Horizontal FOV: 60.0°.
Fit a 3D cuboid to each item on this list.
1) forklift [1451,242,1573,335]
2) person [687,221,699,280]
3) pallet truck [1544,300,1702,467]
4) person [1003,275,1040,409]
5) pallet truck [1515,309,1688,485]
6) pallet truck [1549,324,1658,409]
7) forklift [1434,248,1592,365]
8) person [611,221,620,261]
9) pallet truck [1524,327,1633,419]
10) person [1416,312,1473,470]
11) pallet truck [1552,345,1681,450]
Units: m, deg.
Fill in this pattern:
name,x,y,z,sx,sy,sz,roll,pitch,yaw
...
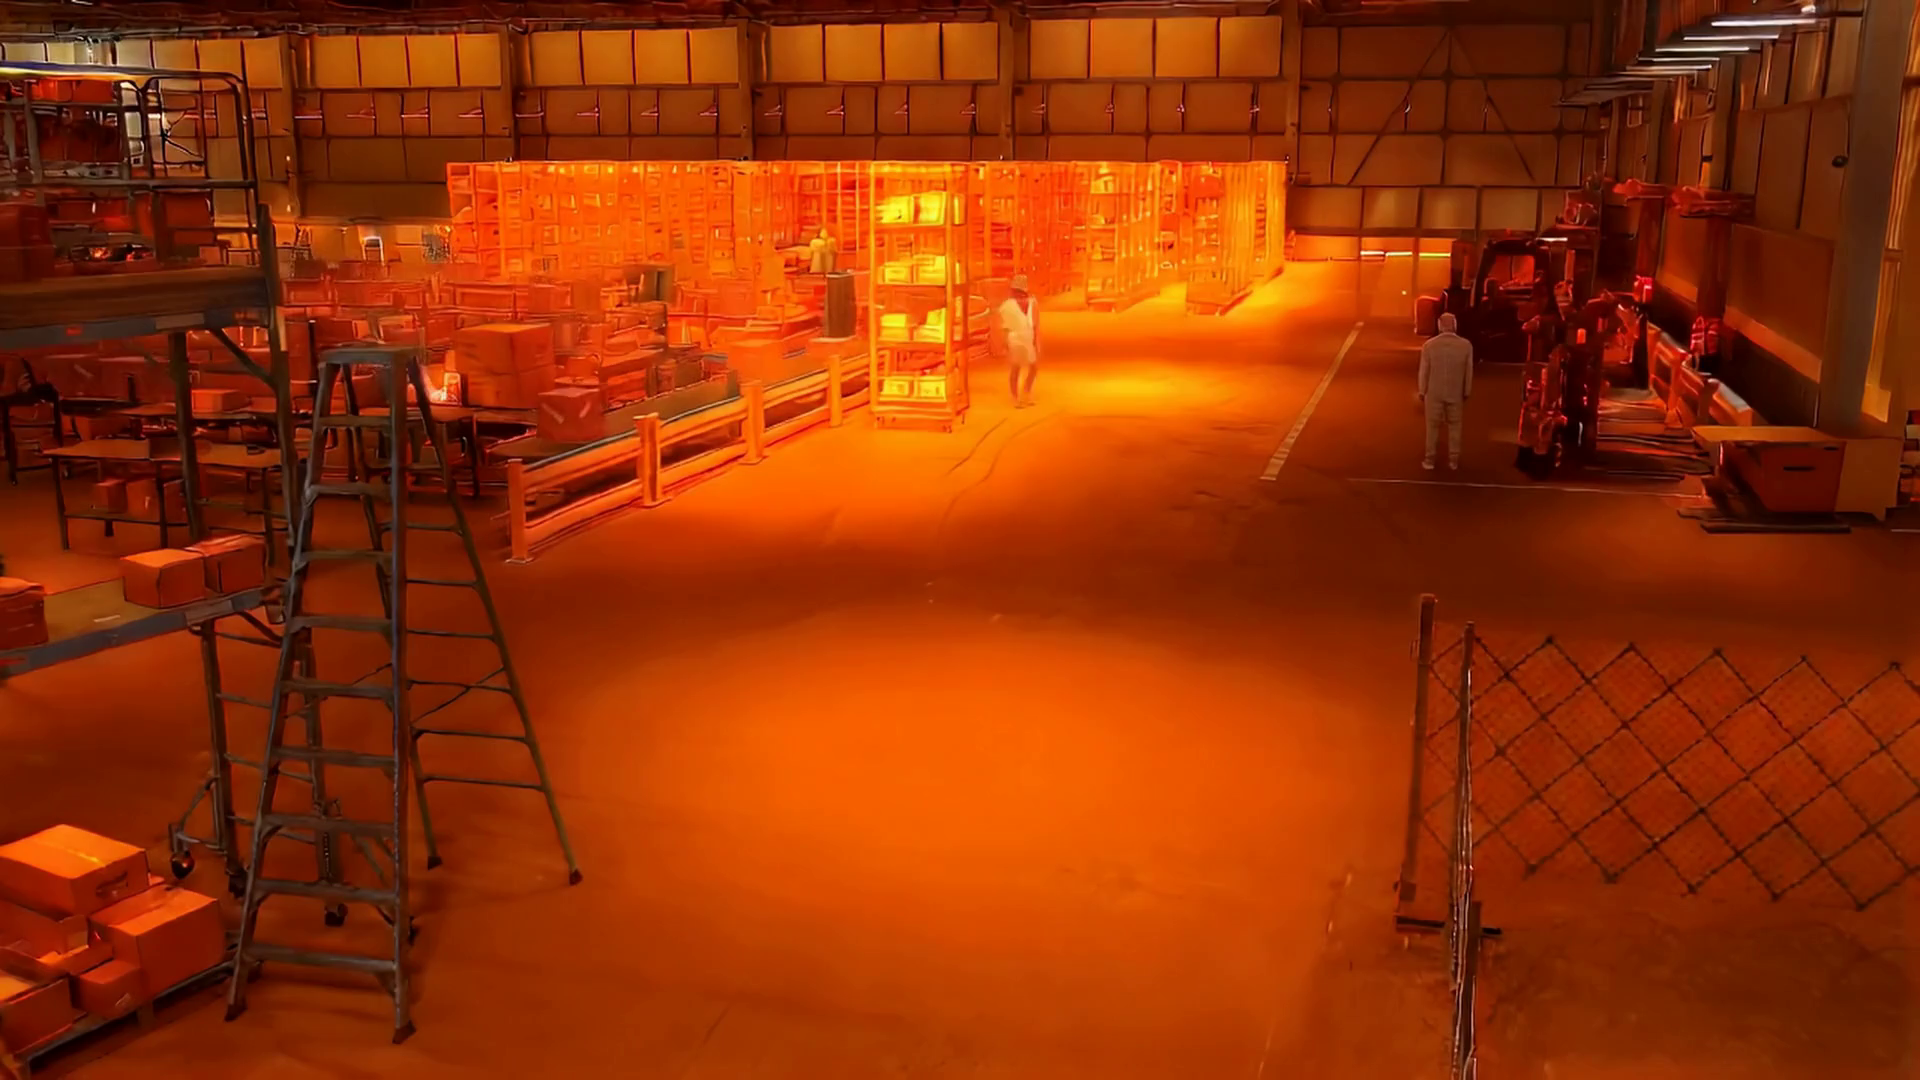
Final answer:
name,x,y,z,sx,sy,sz,roll,pitch,yaw
forklift,10.464,-4.597,31.405,2.680,1.987,1.157,4,14,16
person,-8.145,-8.872,50.881,0.404,1.830,0.600,-5,14,-20
pallet truck,8.263,-1.952,20.631,1.885,1.965,0.823,5,14,20
person,0.965,-2.935,24.818,0.647,2.020,0.719,-6,14,-24
pallet truck,7.554,-1.677,19.446,1.885,1.965,0.823,3,13,14
pallet truck,9.824,-2.669,25.407,1.601,1.201,0.680,4,14,16
forklift,9.780,-4.111,29.280,2.680,1.987,1.157,3,13,14
person,-10.463,-8.938,50.939,0.413,1.944,0.605,6,14,26
pallet truck,9.065,-2.460,24.370,1.522,1.261,0.704,3,13,14
person,5.853,-1.793,20.141,0.638,1.911,0.402,1,13,4
pallet truck,8.641,-1.896,21.908,1.630,1.274,0.653,4,14,16
